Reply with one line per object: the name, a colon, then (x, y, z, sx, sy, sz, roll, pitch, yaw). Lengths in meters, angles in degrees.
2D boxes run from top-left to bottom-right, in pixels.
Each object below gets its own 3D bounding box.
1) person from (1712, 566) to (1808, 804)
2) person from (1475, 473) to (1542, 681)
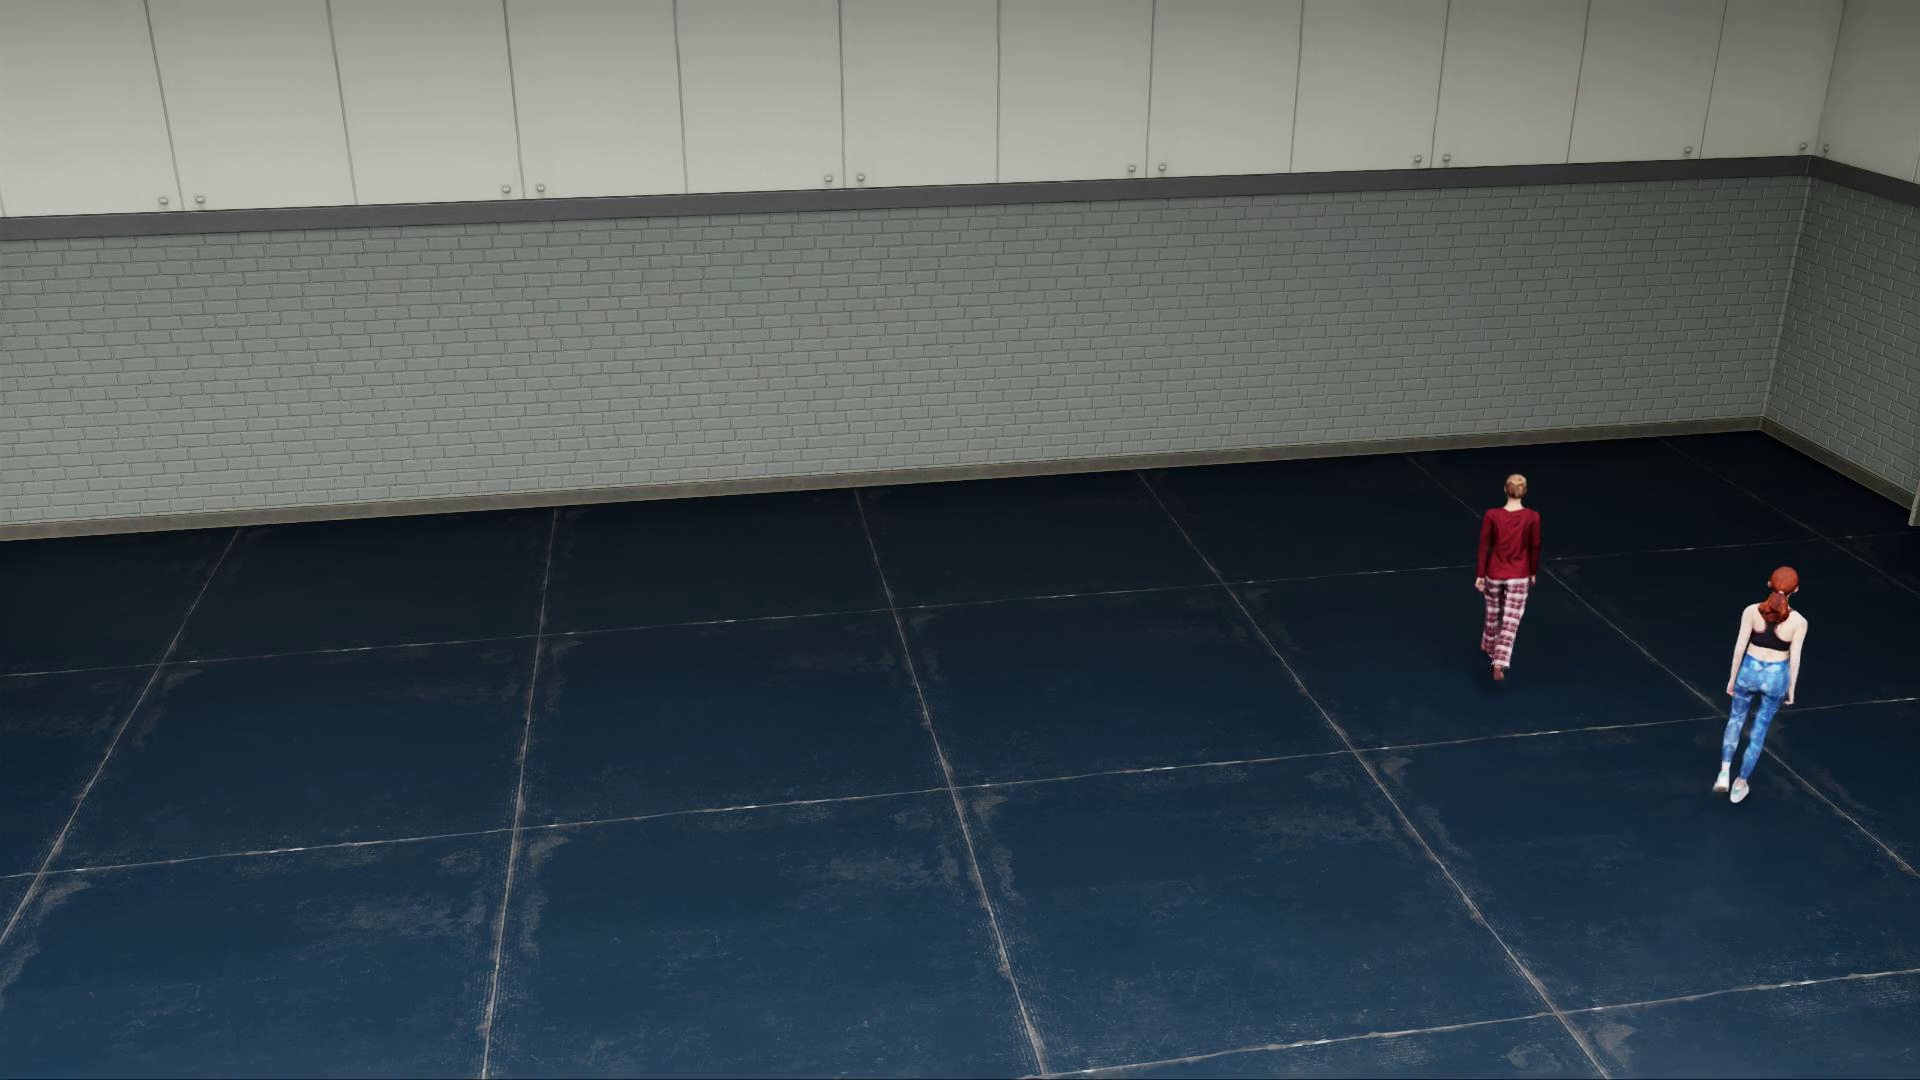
person: (5.369, 1.027, 11.181, 0.797, 1.775, 0.855, 15, 27, 32)
person: (4.290, 0.301, 13.023, 0.948, 1.668, 1.111, 9, 25, 20)
